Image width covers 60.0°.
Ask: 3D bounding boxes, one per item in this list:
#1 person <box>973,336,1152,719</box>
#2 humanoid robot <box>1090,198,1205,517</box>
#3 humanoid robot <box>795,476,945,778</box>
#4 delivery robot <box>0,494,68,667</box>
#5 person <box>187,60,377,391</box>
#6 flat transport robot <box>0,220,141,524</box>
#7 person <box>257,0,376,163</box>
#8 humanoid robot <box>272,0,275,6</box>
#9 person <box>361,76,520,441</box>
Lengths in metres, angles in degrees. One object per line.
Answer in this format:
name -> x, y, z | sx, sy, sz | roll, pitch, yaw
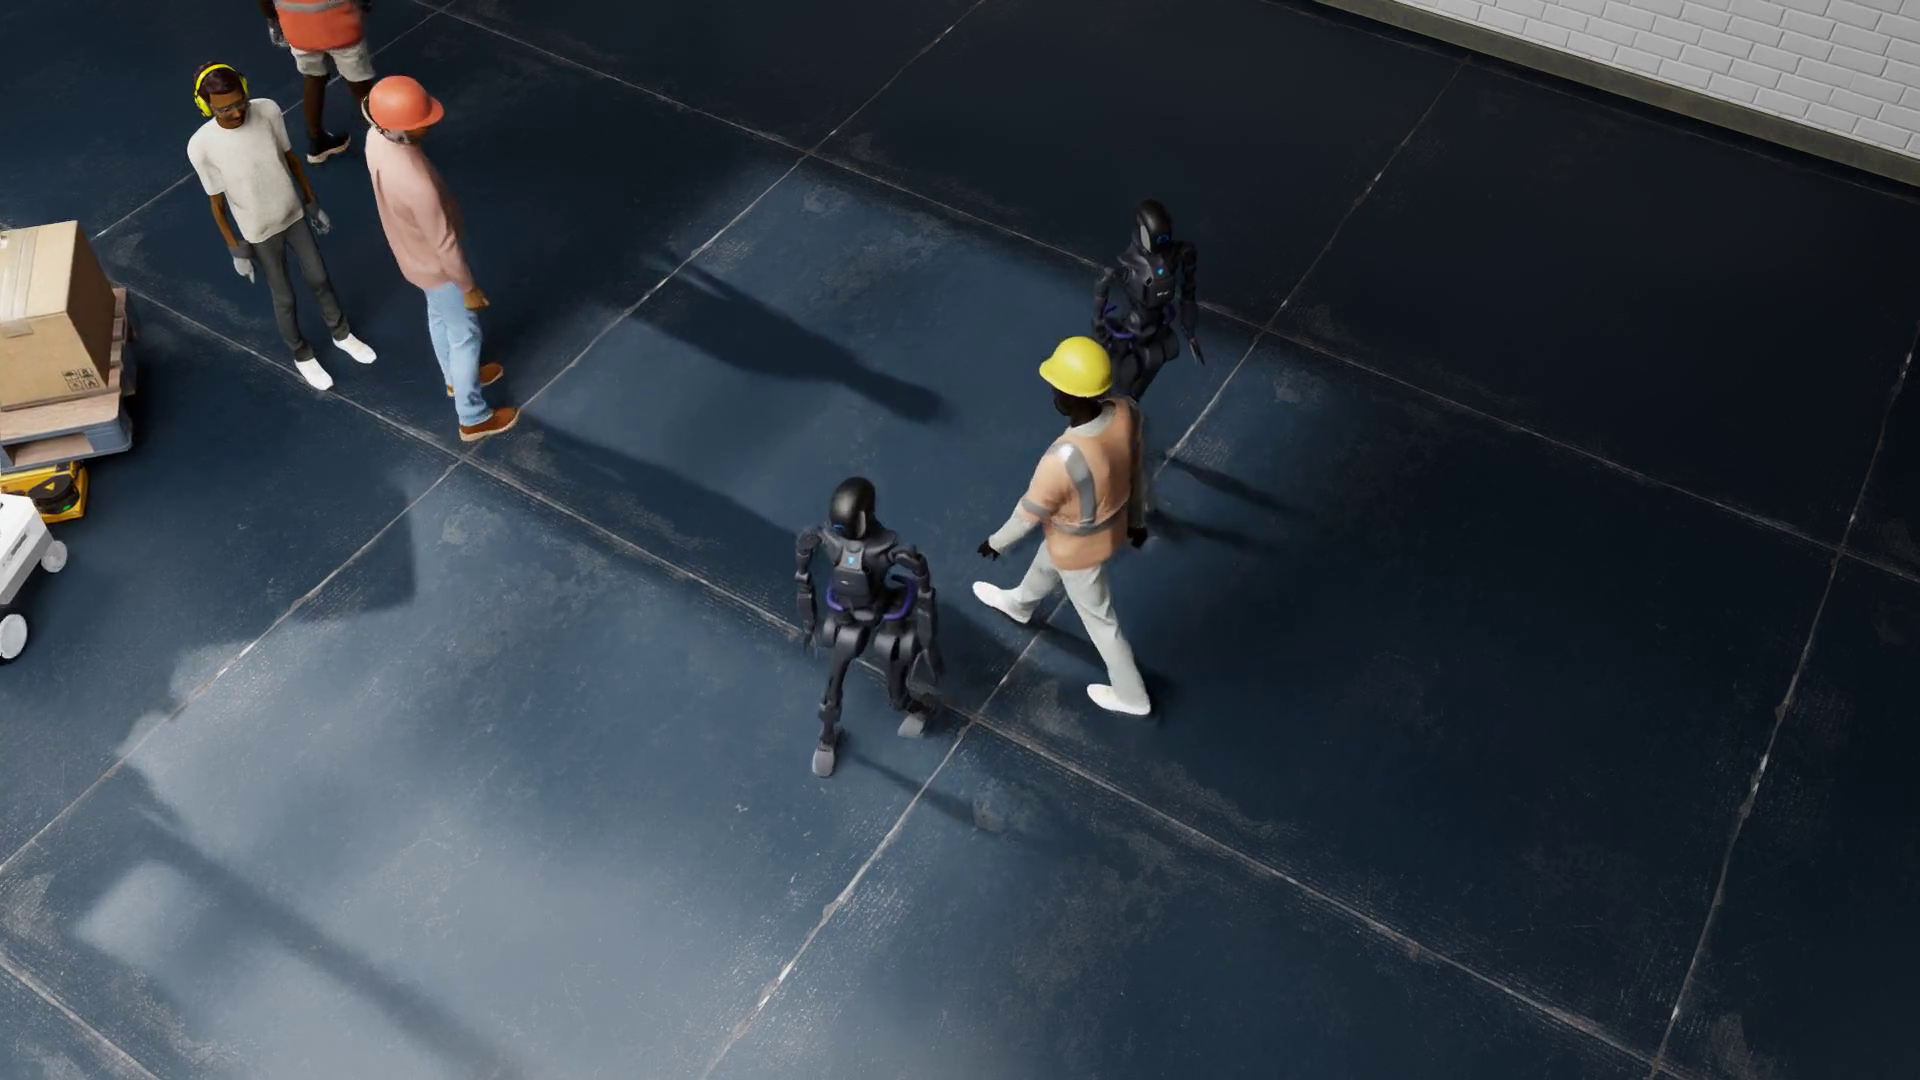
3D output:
person -> 0.478, -0.058, 6.806 | 1.021, 1.865, 0.590 | 26, 54, 21
humanoid robot -> 0.870, -0.880, 7.667 | 0.600, 1.632, 0.713 | -21, 52, -18
humanoid robot -> -0.350, 0.330, 6.614 | 0.616, 1.644, 0.477 | 11, 50, 10
delivery robot -> -4.425, 0.145, 7.491 | 0.499, 0.583, 0.767 | 7, 49, 6
person -> -3.321, -1.520, 8.094 | 0.338, 1.855, 0.523 | 30, 55, 24
flat transport robot -> -4.720, -0.609, 8.347 | 0.659, 0.231, 1.431 | -12, 50, -10
person -> -3.560, -2.895, 9.248 | 0.701, 1.923, 0.549 | 2, 49, 2
humanoid robot -> -4.554, -4.213, 10.557 | 0.321, 1.649, 0.597 | -25, 53, -20
person -> -2.465, -1.335, 7.852 | 0.384, 1.985, 0.631 | -29, 55, -23
